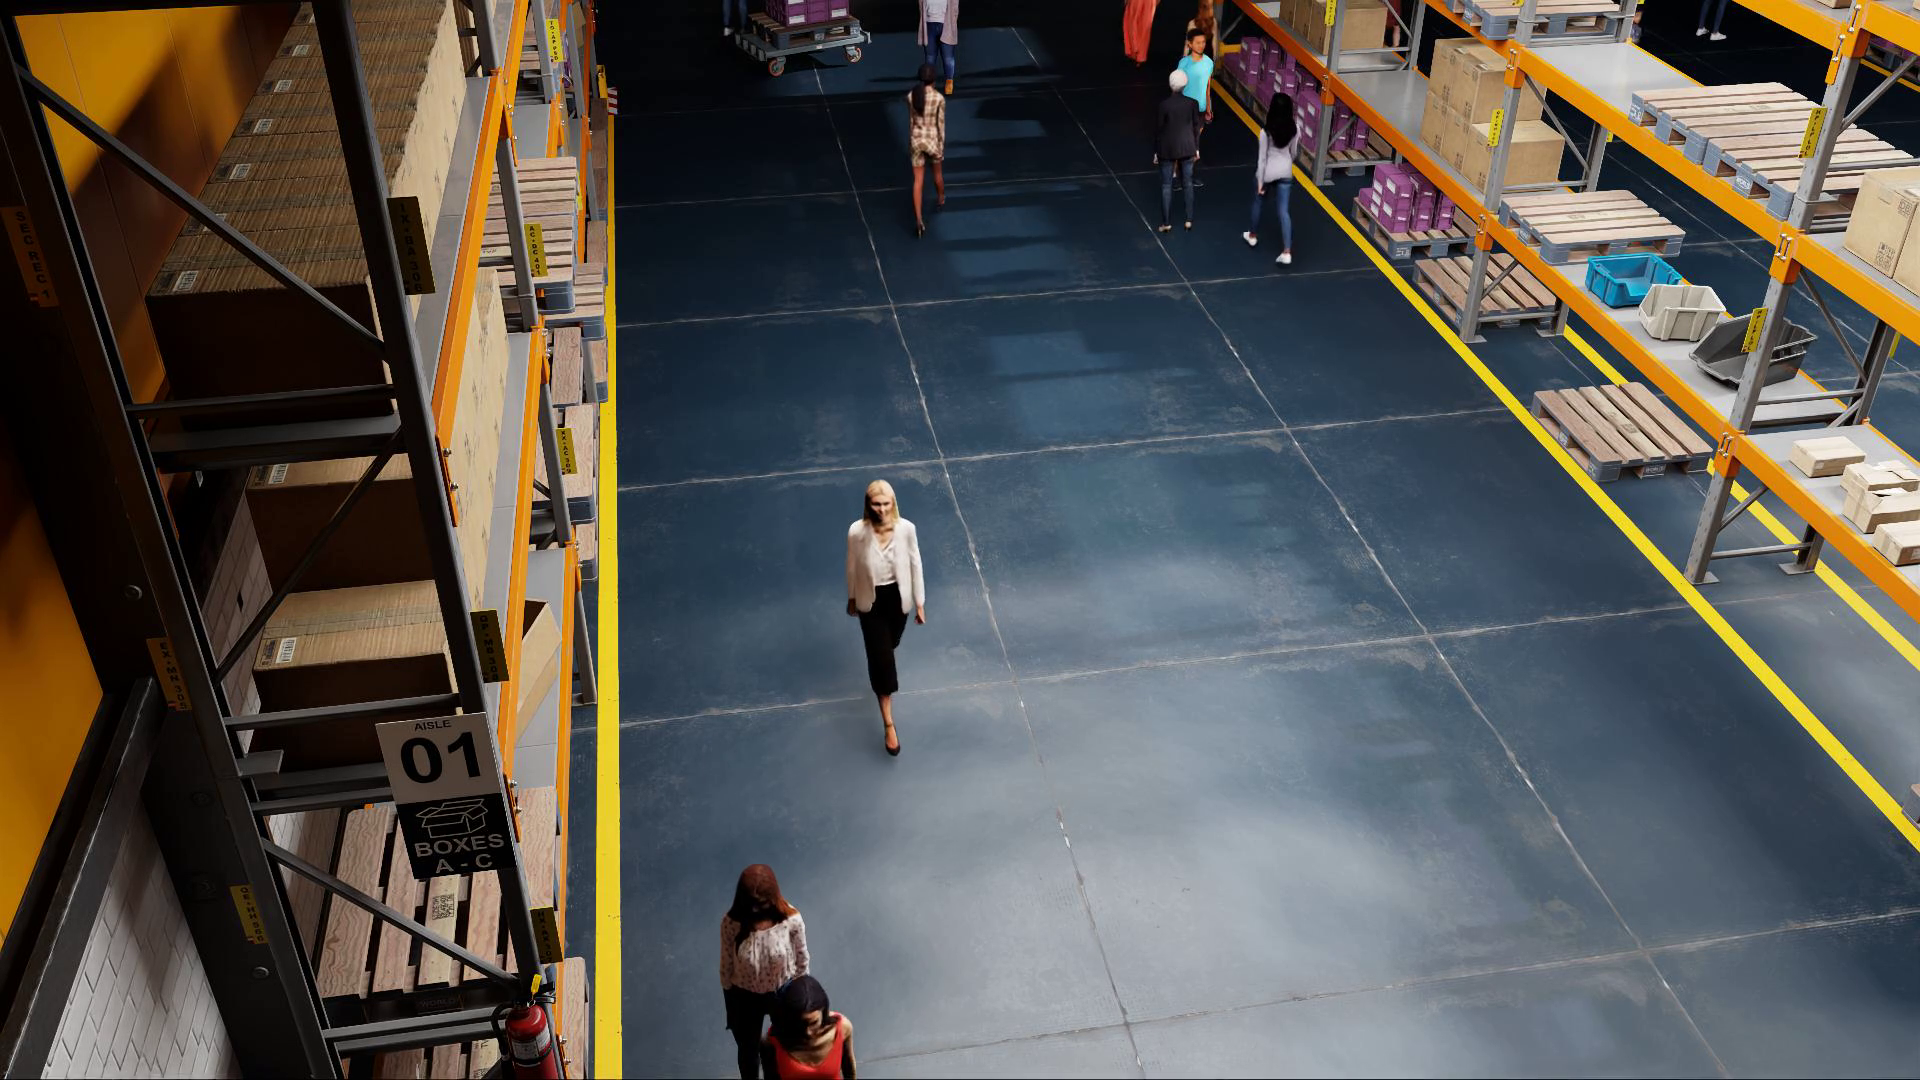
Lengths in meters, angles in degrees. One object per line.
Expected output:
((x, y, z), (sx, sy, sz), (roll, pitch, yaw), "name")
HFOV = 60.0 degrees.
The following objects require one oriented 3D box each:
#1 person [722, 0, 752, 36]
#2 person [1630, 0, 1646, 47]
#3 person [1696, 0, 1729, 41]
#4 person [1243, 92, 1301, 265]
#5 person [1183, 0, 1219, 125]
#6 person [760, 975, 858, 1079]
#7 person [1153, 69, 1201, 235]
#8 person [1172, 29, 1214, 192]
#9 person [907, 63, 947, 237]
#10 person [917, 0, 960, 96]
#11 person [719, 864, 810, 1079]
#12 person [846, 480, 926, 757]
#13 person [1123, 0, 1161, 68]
((-3.166, -7.961, 23.120), (0.776, 1.889, 0.797), (15, 36, 21), "person")
((8.358, -6.161, 21.010), (0.543, 1.227, 0.862), (-9, 35, -13), "person")
((10.615, -7.878, 23.135), (0.727, 1.735, 0.563), (-16, 37, -22), "person")
((3.214, -3.593, 16.727), (0.622, 1.692, 1.155), (-7, 34, -10), "person")
((2.913, -5.714, 19.988), (0.625, 1.614, 0.763), (-11, 35, -16), "person")
((-0.691, 2.518, 7.549), (0.582, 1.674, 1.096), (-8, 34, -11), "person")
((2.308, -4.055, 17.381), (0.748, 1.776, 0.595), (-3, 34, -5), "person")
((2.551, -4.775, 18.429), (0.680, 1.777, 0.629), (-16, 37, -23), "person")
((-0.386, -4.036, 17.349), (0.862, 1.741, 1.164), (7, 34, 10), "person")
((-0.260, -6.548, 21.124), (0.779, 1.744, 0.767), (7, 34, 11), "person")
((-0.935, 2.191, 7.994), (0.588, 1.725, 0.521), (-3, 34, -4), "person")
((-0.486, 0.381, 10.642), (0.637, 1.809, 1.178), (-6, 34, -9), "person")
((2.424, -7.135, 21.965), (0.718, 1.792, 0.818), (-1, 34, -2), "person")
